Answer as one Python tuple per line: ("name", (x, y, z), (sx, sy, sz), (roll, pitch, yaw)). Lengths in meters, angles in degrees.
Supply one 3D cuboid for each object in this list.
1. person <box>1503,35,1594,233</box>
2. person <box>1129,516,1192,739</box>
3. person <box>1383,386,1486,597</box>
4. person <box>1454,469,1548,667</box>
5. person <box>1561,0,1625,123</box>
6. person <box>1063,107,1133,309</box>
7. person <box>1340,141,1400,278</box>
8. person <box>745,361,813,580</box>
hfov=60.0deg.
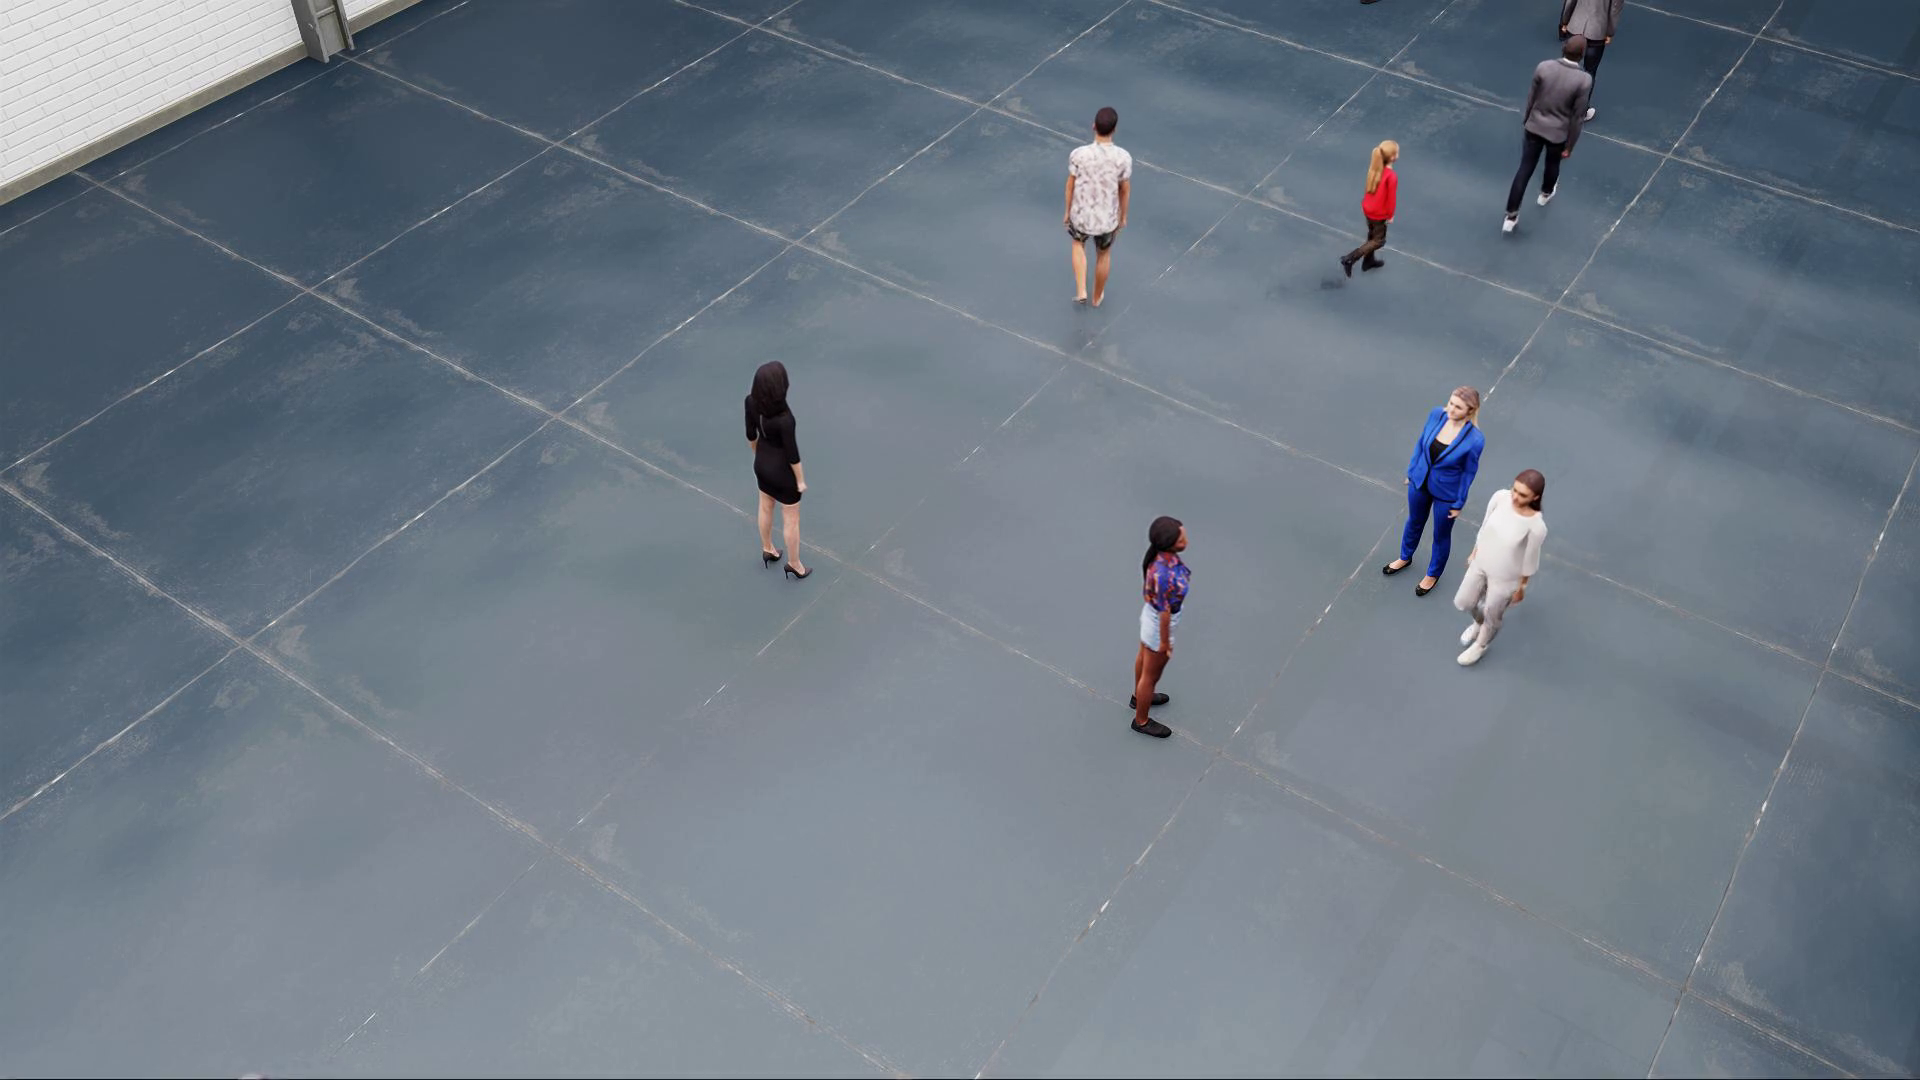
("person", (5.101, -3.525, 14.577), (0.749, 1.768, 1.152), (24, 48, 23))
("person", (1.238, 0.517, 10.354), (0.726, 1.741, 0.619), (3, 44, 3))
("person", (3.258, -0.360, 11.304), (0.632, 1.700, 0.672), (-30, 51, -28))
("person", (3.549, 0.144, 10.791), (0.723, 1.679, 0.711), (-27, 50, -26))
("person", (6.031, -4.904, 15.947), (0.664, 1.874, 0.574), (26, 49, 25))
("person", (1.114, -2.649, 13.632), (0.834, 1.804, 0.875), (2, 44, 2))
("person", (3.513, -2.795, 14.172), (0.822, 1.270, 0.728), (-13, 45, -13))
("person", (-1.250, -0.463, 11.337), (0.617, 1.804, 0.507), (31, 52, 28))
